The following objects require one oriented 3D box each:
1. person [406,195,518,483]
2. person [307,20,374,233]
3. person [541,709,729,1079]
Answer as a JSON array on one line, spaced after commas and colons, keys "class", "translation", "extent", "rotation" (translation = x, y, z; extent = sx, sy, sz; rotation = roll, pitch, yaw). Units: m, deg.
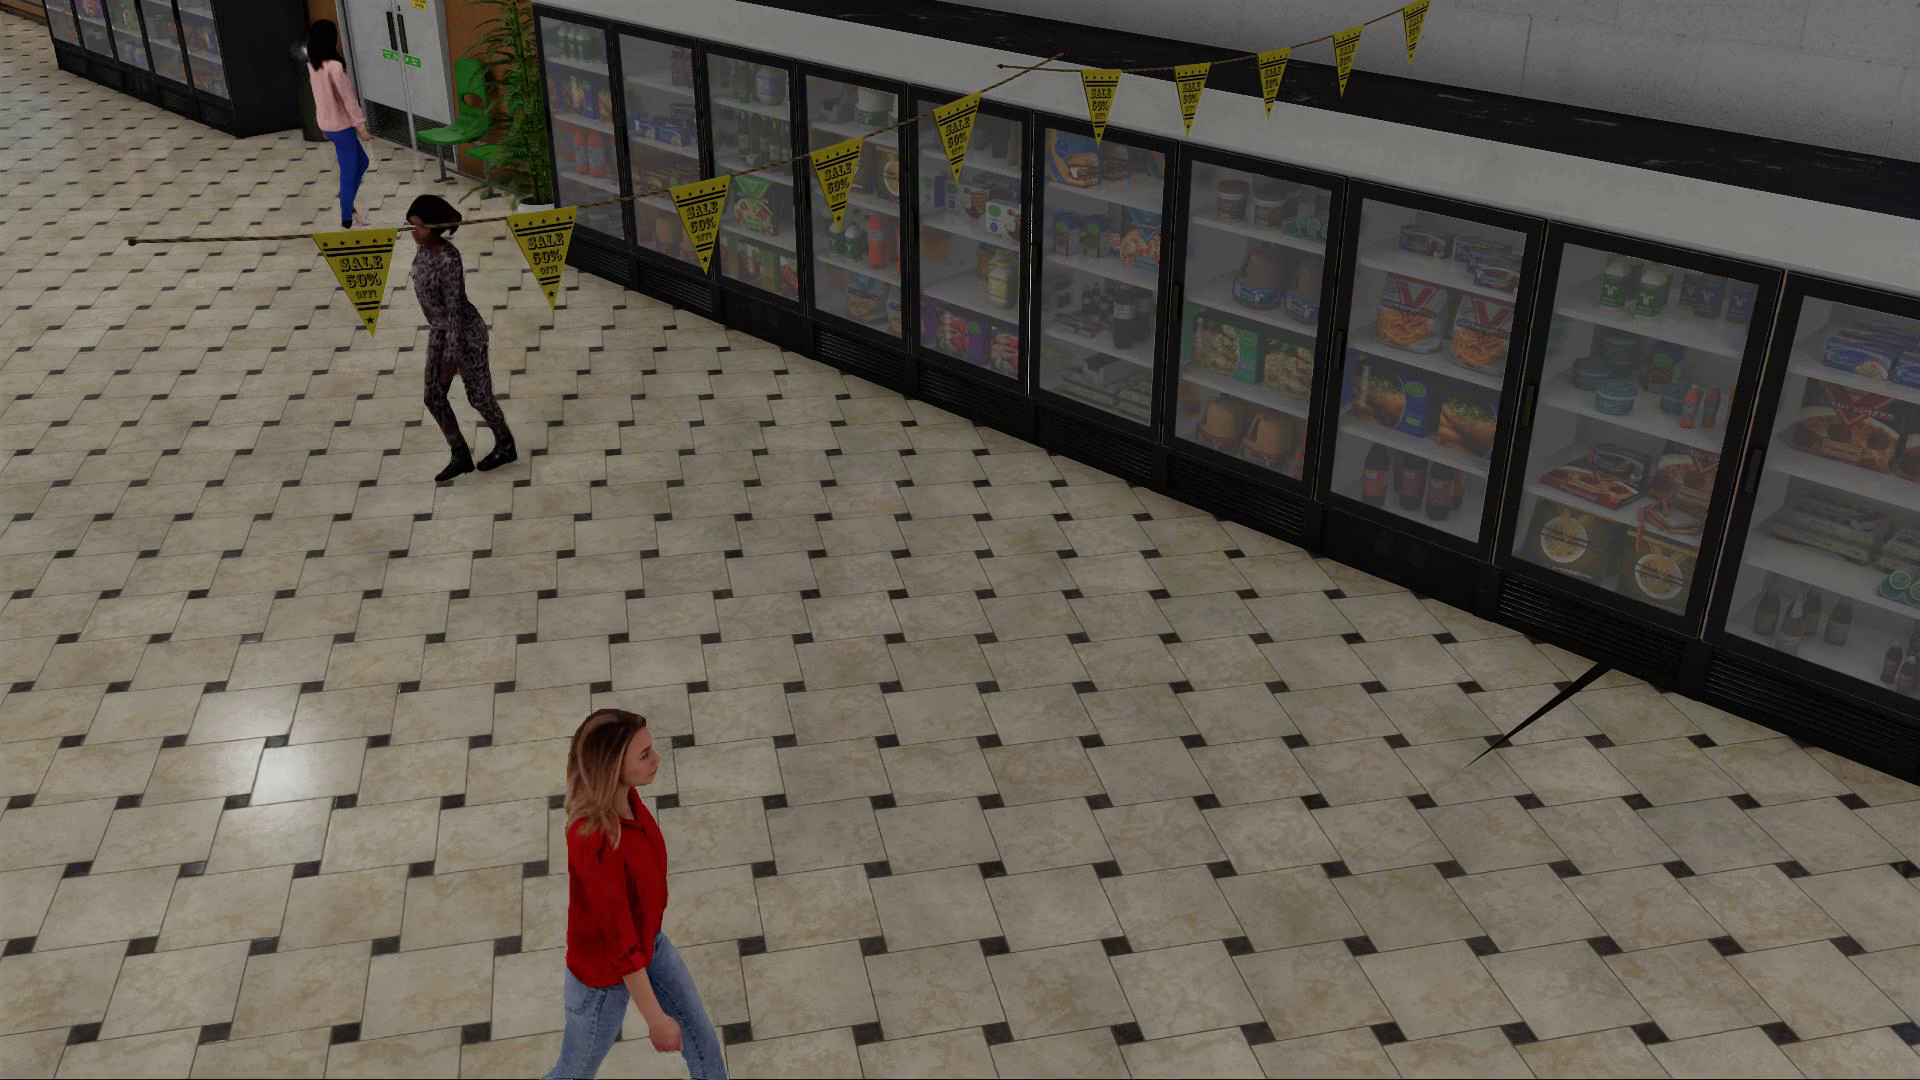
[{"class": "person", "translation": [-2.759, -1.124, 9.301], "extent": [0.734, 1.674, 0.576], "rotation": [-18, 32, -32]}, {"class": "person", "translation": [-5.123, -3.305, 13.510], "extent": [0.647, 1.758, 0.680], "rotation": [-19, 33, -33]}, {"class": "person", "translation": [-1.034, 1.234, 4.669], "extent": [1.172, 1.658, 1.149], "rotation": [1, 27, 3]}]
